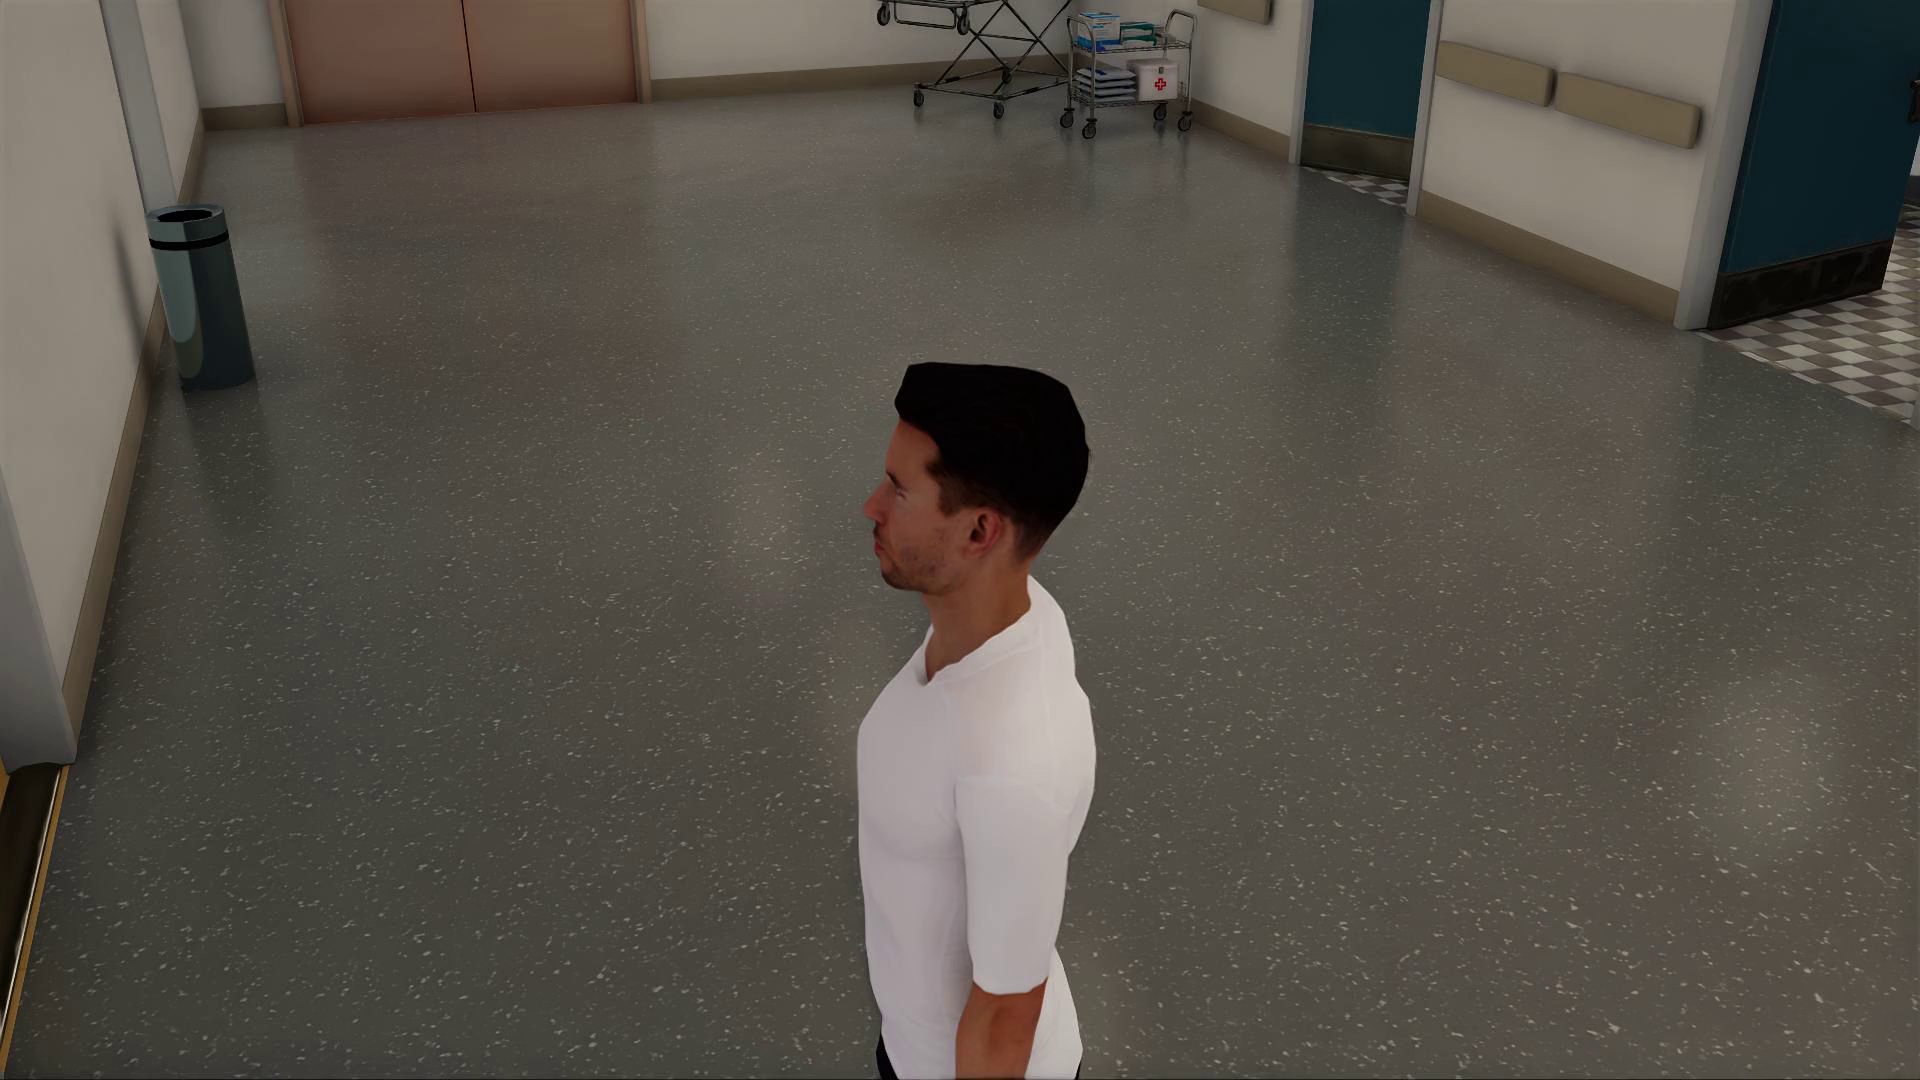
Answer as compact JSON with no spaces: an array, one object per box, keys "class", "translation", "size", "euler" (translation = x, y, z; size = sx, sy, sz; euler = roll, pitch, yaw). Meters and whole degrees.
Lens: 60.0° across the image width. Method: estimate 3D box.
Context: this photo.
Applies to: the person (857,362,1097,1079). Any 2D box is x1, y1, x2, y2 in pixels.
[{"class":"person","translation":[0.016,0.642,2.187],"size":[0.775,1.852,0.589],"euler":[-3,26,-6]}]
